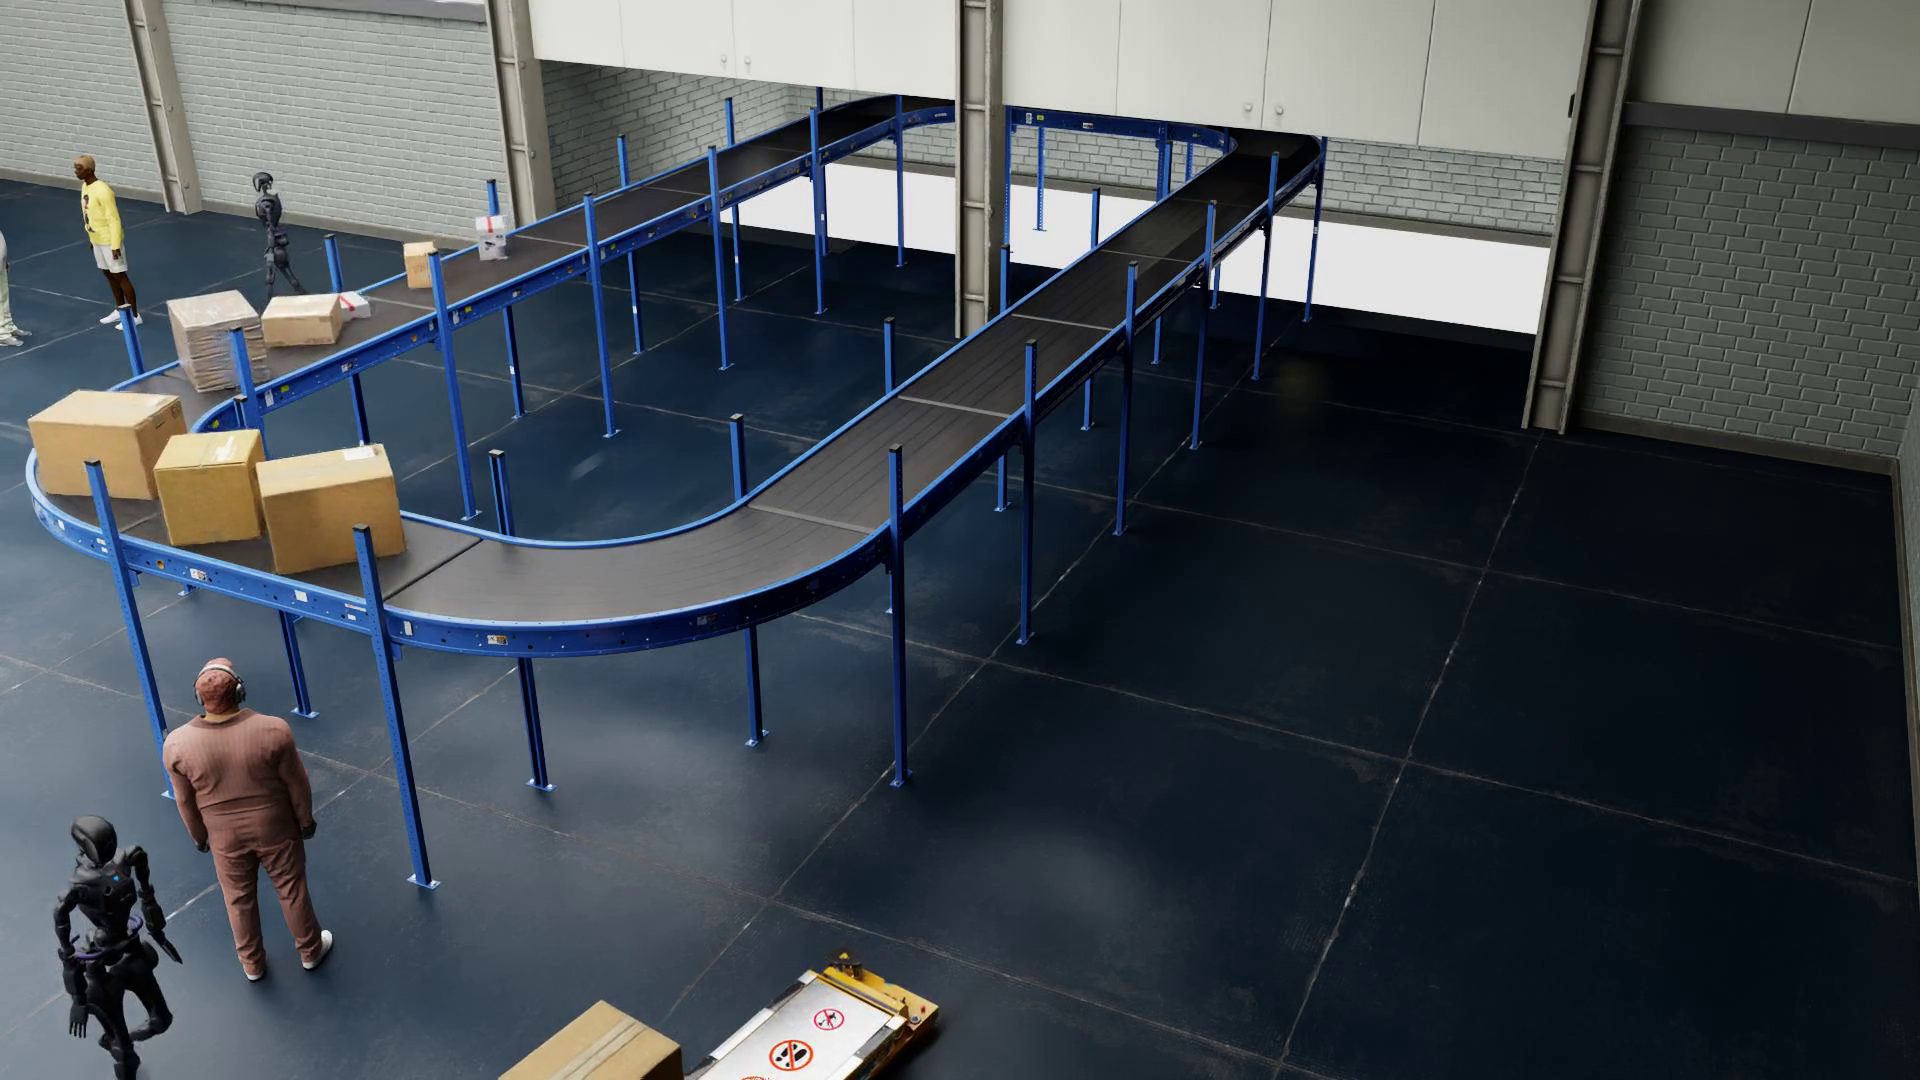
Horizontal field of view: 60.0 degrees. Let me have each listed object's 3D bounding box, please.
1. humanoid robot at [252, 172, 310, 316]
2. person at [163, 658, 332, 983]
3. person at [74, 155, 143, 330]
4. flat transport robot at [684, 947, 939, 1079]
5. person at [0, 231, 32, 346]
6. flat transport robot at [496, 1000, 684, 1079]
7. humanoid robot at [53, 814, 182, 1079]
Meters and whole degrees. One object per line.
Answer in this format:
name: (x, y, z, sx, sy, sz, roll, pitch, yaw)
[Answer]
humanoid robot: (-7.614, -3.288, 18.594, 0.780, 1.645, 0.600, -10, 28, -19)
person: (-3.697, 1.466, 8.682, 0.642, 1.908, 0.414, -7, 27, -14)
person: (-9.358, -3.267, 18.227, 0.557, 1.898, 0.362, 20, 33, 35)
flat transport robot: (-0.787, 2.589, 8.259, 0.659, 0.231, 1.431, 17, 31, 31)
person: (-10.312, -2.958, 17.763, 0.325, 1.752, 0.562, -5, 27, -10)
flat transport robot: (-1.488, 3.105, 7.219, 1.431, 0.231, 0.659, -20, 33, -35)
humanoid robot: (-4.062, 1.993, 7.877, 0.502, 1.637, 0.610, 9, 28, 18)
